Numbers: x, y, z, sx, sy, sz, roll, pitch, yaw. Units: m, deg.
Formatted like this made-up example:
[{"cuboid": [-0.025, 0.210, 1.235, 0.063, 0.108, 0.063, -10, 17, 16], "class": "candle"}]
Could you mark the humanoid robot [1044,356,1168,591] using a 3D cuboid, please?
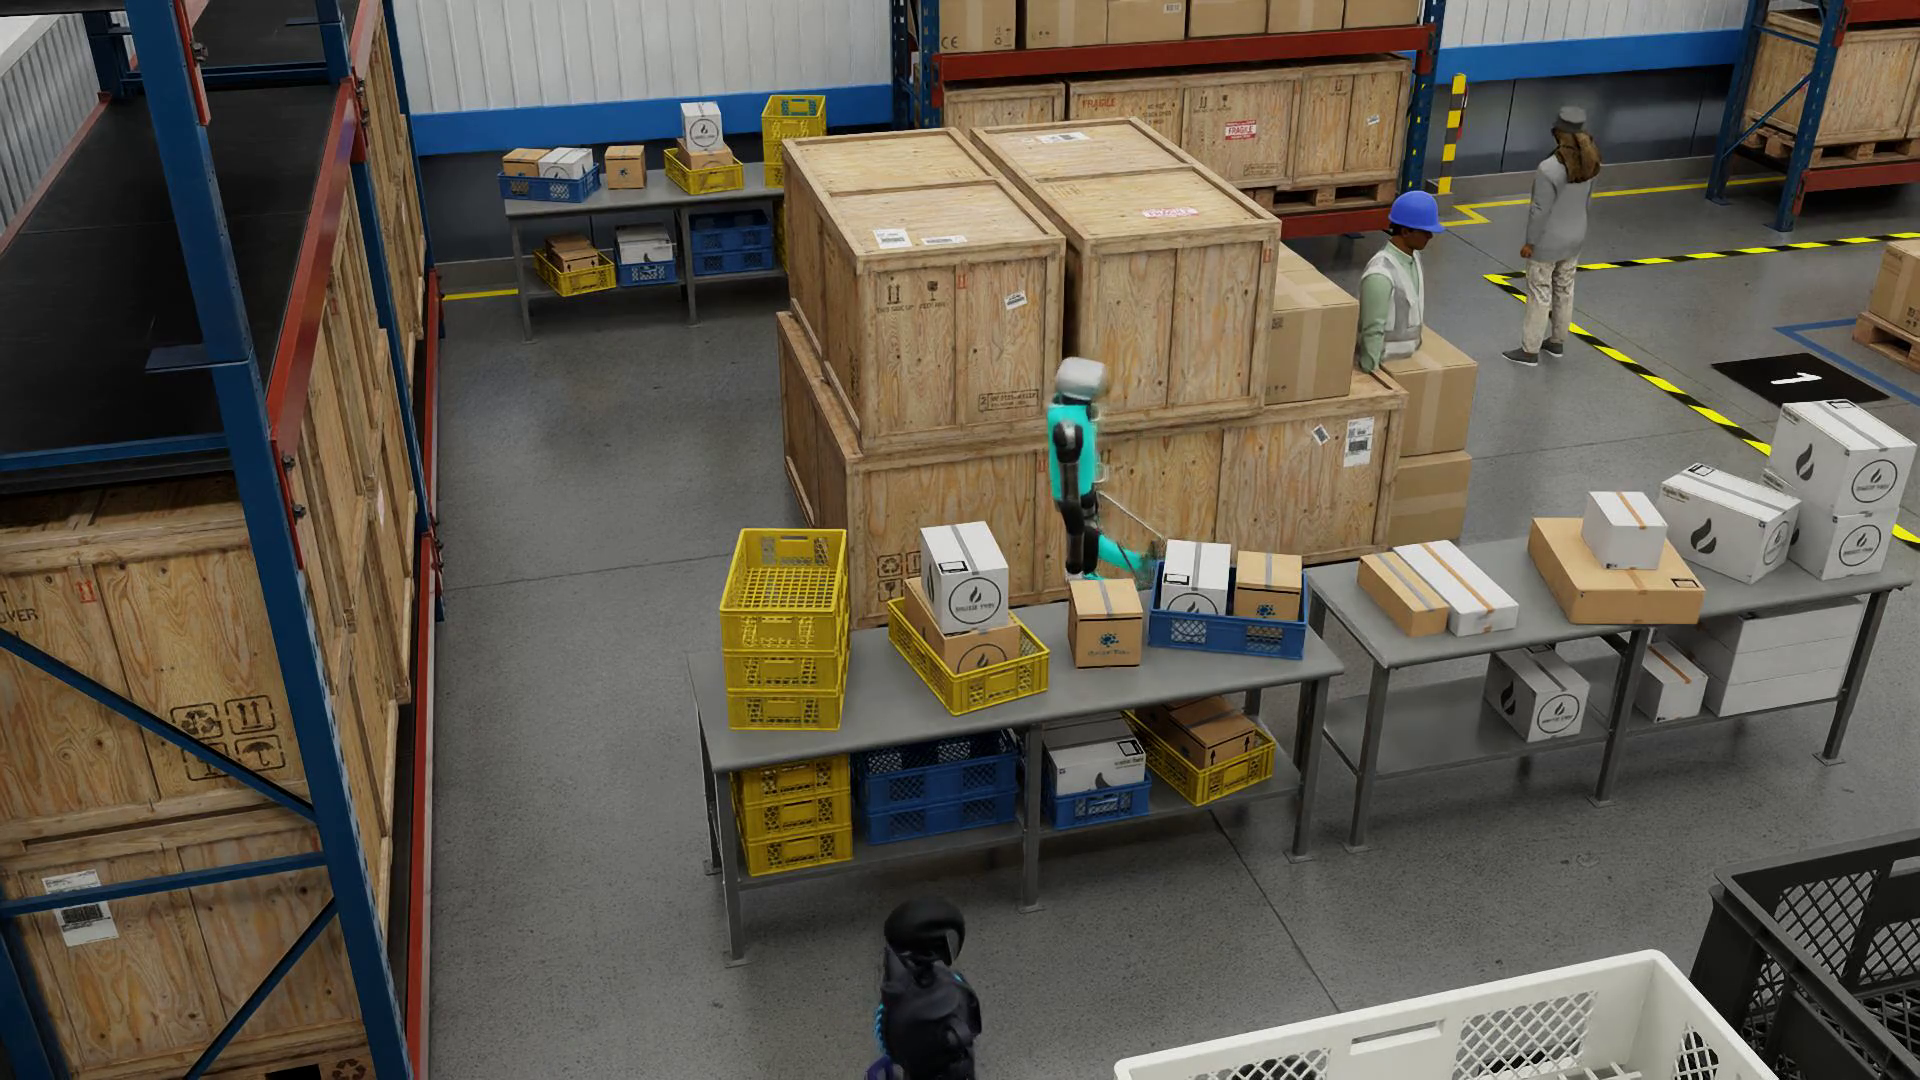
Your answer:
[{"cuboid": [0.737, -0.010, 7.638, 1.001, 1.761, 0.569, 2, 29, 4], "class": "humanoid robot"}]

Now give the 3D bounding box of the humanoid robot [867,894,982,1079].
[{"cuboid": [-0.059, 1.646, 4.686, 0.535, 1.628, 0.589, -15, 32, -25], "class": "humanoid robot"}]

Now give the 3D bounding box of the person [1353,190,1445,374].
[{"cuboid": [2.352, -0.979, 9.168, 0.411, 1.939, 0.602, 18, 33, 29], "class": "person"}]

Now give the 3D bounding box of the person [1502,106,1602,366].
[{"cuboid": [4.035, -2.053, 11.292, 0.572, 1.761, 0.407, -17, 33, -29], "class": "person"}]

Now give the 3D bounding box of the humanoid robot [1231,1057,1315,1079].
[{"cuboid": [0.724, 1.945, 4.136, 0.333, 1.645, 0.600, -8, 30, -15], "class": "humanoid robot"}]
